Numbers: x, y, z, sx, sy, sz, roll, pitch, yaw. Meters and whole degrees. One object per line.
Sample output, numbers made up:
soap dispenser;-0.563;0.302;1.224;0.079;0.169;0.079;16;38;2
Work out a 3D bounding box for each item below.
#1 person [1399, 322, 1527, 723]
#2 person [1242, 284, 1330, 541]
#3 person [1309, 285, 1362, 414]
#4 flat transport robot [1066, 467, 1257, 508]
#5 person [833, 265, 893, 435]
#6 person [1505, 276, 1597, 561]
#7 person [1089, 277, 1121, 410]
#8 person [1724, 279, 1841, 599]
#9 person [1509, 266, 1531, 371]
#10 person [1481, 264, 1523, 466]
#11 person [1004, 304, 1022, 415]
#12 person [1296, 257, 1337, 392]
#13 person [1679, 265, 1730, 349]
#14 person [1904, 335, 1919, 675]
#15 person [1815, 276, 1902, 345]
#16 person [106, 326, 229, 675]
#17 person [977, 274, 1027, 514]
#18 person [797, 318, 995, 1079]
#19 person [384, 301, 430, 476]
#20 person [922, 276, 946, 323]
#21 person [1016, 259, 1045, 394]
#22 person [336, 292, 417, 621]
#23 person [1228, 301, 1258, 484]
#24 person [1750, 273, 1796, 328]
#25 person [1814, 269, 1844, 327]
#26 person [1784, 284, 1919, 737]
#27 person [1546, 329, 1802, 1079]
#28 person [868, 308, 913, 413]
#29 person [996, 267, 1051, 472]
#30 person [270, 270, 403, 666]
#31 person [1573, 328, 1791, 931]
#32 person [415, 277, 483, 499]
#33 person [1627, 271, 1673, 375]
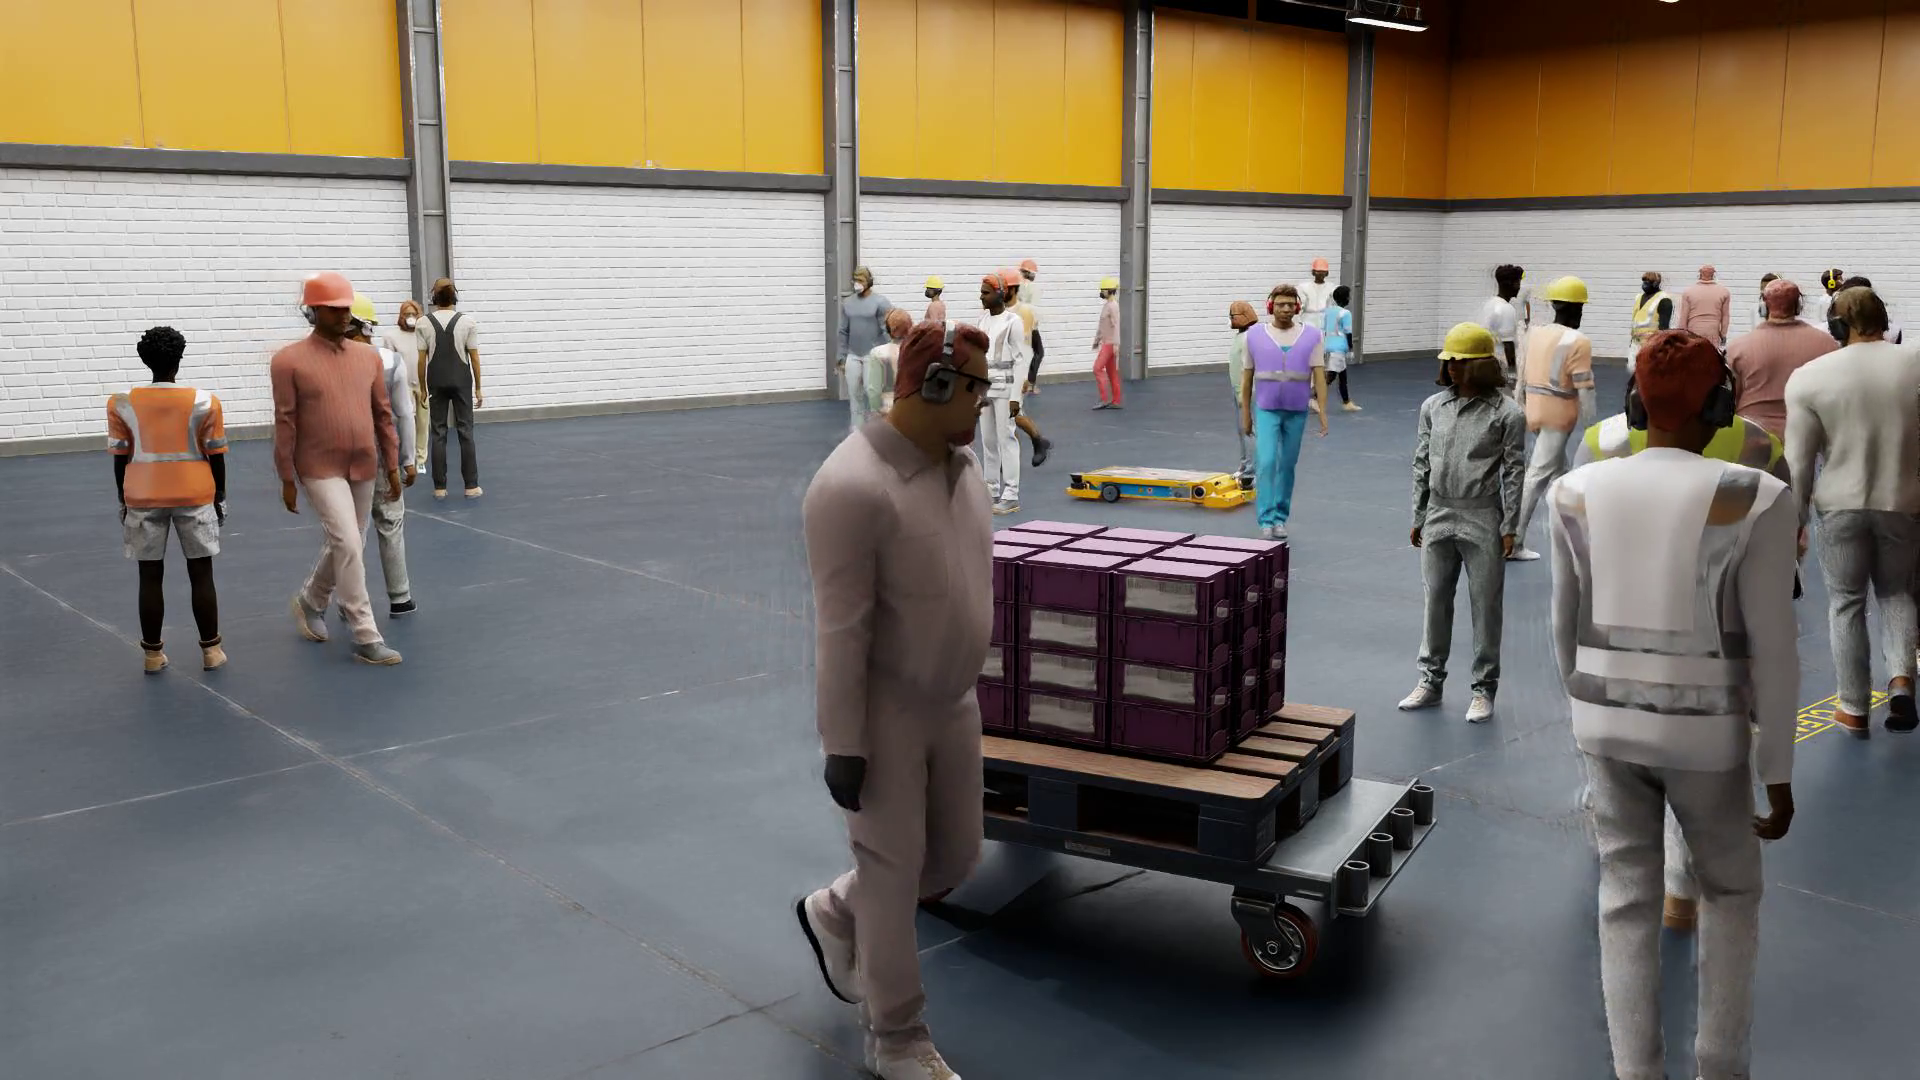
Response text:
person;2.193;-0.075;7.256;0.491;1.740;0.323;8;13;40
person;2.294;-0.873;11.705;0.594;1.810;0.827;0;10;2
person;4.817;-2.447;21.403;0.864;1.659;0.543;-3;10;-16
flat transport robot;1.664;-0.451;13.756;1.431;0.197;0.652;5;11;28
person;-1.003;-1.930;17.588;0.660;1.926;0.597;7;12;34
person;4.024;-0.795;11.049;0.986;1.876;0.613;-3;10;-16
person;1.873;-2.571;21.865;0.574;1.748;0.529;0;10;-2
person;4.726;-0.560;9.642;0.662;1.891;0.540;4;10;20
person;9.452;-3.730;28.327;0.514;1.857;0.317;5;11;25
person;5.215;-1.675;16.006;0.431;1.947;0.643;0;10;2
person;0.440;-2.275;20.544;0.825;1.585;0.523;-6;11;-30
person;5.325;-3.207;24.796;0.610;2.015;0.864;2;10;13
person;10.401;-2.887;23.316;0.673;1.914;0.435;2;10;13
person;4.785;-0.338;7.921;0.708;2.000;0.545;5;11;27
person;6.180;-0.888;11.616;0.626;1.866;0.978;6;11;31
person;-3.821;-0.188;8.072;0.530;1.689;0.322;-4;10;-21
person;0.288;-1.149;13.126;0.341;1.882;0.586;-7;12;-34
person;-0.173;0.395;4.093;0.634;1.879;0.671;7;12;37
person;-4.981;-1.371;15.221;0.526;1.597;0.776;-4;10;-21
person;-0.329;-2.483;21.273;0.307;1.770;0.533;2;10;14
person;0.979;-3.104;24.318;0.545;1.975;0.623;-9;13;-43
person;-3.319;-0.456;9.243;0.586;1.824;0.403;-2;10;-10
person;2.515;-1.312;14.836;0.272;1.628;0.495;0;10;-1
person;8.290;-1.794;17.011;0.406;1.857;0.531;-7;12;-37
person;10.230;-2.254;19.625;0.328;1.876;0.514;4;11;25
person;3.790;-0.102;6.934;0.707;1.903;0.514;3;10;15
person;1.619;0.456;3.822;0.612;1.860;0.484;9;13;42
person;-0.439;-0.895;12.345;0.513;1.642;0.313;-5;11;-25
person;0.521;-1.574;15.511;0.552;1.917;0.559;-6;11;-30
person;-3.173;-0.382;8.419;0.955;1.964;0.618;7;12;36
person;2.247;0.237;5.274;0.662;1.788;0.950;3;10;17
person;-4.248;-1.257;13.869;0.514;1.846;0.339;-2;10;-11
person;9.091;-2.621;21.900;0.532;1.830;0.645;-3;10;-15
